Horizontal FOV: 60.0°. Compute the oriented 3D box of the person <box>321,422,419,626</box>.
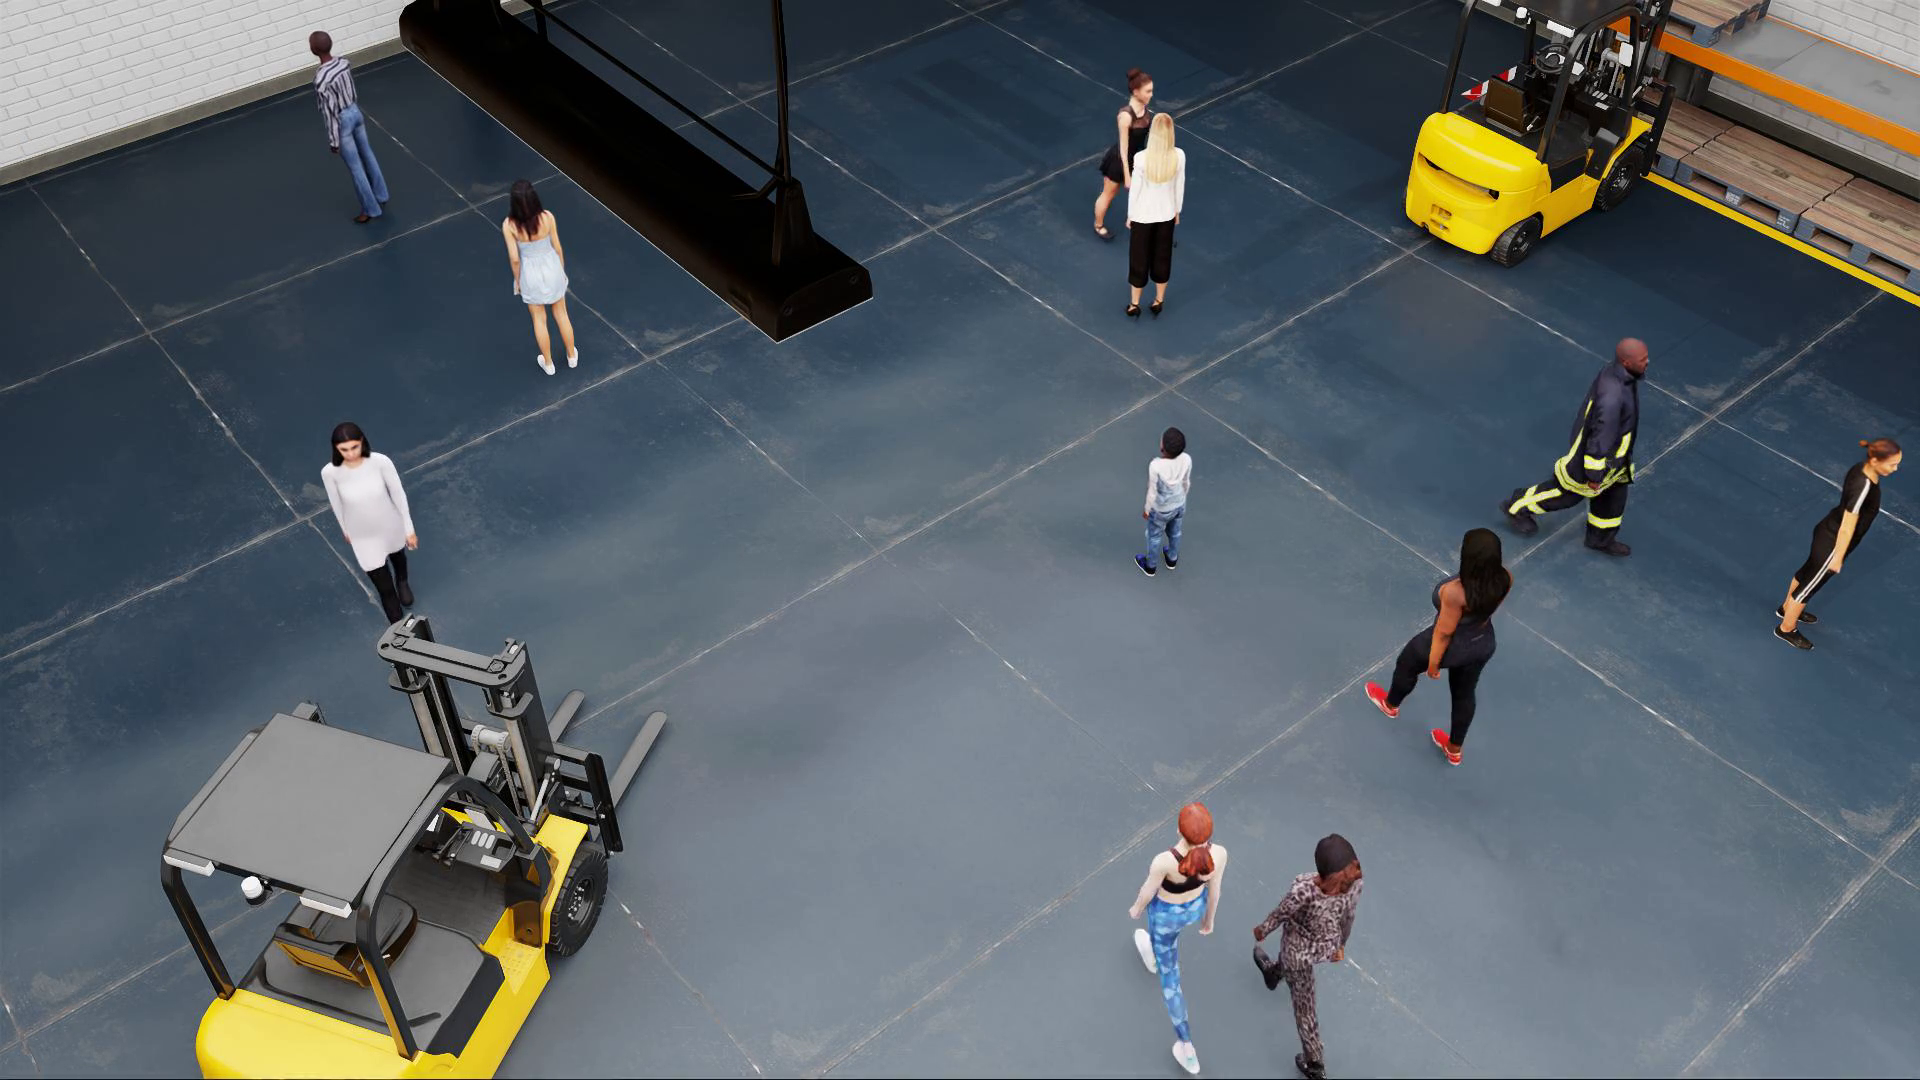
[{"bbox_3d":[-3.797,-0.106,10.891,0.895,1.758,1.238,-14,45,-14],"label":"person"}]

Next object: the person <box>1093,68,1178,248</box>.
[{"bbox_3d":[1.368,-3.279,14.307,1.089,1.642,0.726,30,51,28],"label":"person"}]

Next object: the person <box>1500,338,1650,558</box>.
[{"bbox_3d":[4.295,-0.646,11.435,1.284,1.790,1.001,22,48,21],"label":"person"}]

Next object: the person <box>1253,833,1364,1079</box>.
[{"bbox_3d":[1.822,2.174,8.557,0.849,1.675,1.198,-14,45,-14],"label":"person"}]

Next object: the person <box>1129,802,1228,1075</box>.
[{"bbox_3d":[1.144,2.052,8.637,0.890,1.744,1.254,-13,45,-13],"label":"person"}]

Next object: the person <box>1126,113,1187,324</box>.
[{"bbox_3d":[1.559,-2.587,13.423,0.675,1.858,0.670,-9,44,-9],"label":"person"}]

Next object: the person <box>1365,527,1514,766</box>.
[{"bbox_3d":[3.053,0.693,10.030,0.858,1.790,1.075,-15,46,-15],"label":"person"}]

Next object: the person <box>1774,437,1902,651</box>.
[{"bbox_3d":[5.712,-0.014,10.859,0.633,1.669,0.651,20,47,20],"label":"person"}]

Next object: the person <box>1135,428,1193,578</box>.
[{"bbox_3d":[1.414,-0.262,11.424,0.536,1.249,0.566,-16,46,-16],"label":"person"}]

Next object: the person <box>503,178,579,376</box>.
[{"bbox_3d":[-3.267,-2.053,12.955,0.635,1.730,0.603,-19,47,-19],"label":"person"}]

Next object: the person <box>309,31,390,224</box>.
[{"bbox_3d":[-5.356,-3.610,14.543,0.725,1.795,0.695,9,44,10],"label":"person"}]
